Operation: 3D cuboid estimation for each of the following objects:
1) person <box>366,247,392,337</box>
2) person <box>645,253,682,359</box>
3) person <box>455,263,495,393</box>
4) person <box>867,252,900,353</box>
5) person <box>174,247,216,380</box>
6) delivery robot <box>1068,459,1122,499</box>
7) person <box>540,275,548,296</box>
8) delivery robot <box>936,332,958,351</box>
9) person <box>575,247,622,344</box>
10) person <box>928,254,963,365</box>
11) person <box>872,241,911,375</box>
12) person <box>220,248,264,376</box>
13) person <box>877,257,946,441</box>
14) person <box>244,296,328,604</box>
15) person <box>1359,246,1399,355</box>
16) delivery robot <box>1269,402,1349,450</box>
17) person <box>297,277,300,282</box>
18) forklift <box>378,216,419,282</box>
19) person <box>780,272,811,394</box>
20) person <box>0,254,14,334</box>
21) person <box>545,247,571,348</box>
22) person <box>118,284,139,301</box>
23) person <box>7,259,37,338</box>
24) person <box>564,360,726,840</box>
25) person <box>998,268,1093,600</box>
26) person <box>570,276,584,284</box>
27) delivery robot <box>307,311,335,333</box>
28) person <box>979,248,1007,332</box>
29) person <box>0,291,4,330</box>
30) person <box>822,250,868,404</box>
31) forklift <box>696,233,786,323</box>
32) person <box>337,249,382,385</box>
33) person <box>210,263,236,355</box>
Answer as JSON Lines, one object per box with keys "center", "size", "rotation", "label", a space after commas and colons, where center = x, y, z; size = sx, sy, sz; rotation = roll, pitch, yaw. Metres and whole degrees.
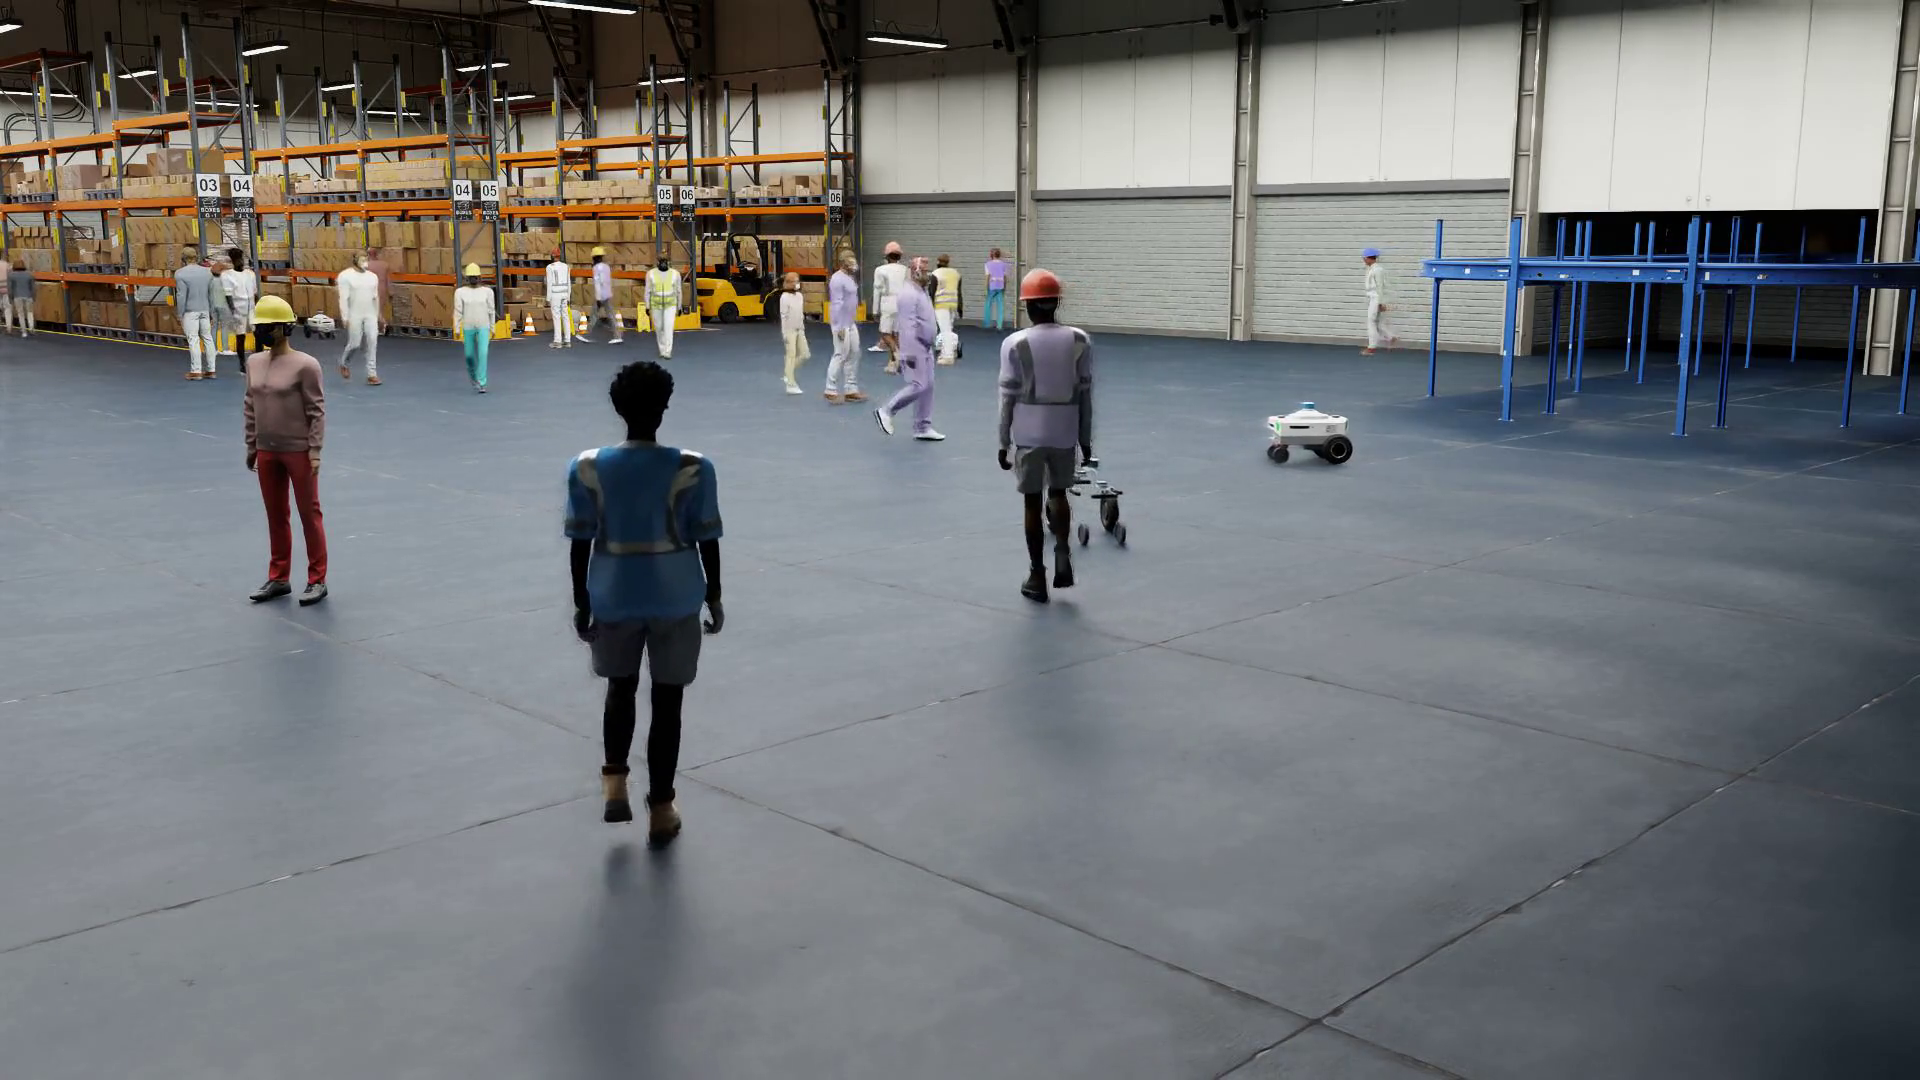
{"center": [-12.215, -5.200, 34.879], "size": [0.911, 1.873, 0.656], "rotation": [10, 14, 42], "label": "person"}
{"center": [-5.143, -4.074, 28.877], "size": [0.629, 1.810, 0.866], "rotation": [-1, 10, -6], "label": "person"}
{"center": [-6.595, -2.896, 22.647], "size": [0.530, 1.744, 0.680], "rotation": [-3, 11, -14], "label": "person"}
{"center": [-1.145, -4.293, 30.003], "size": [0.990, 1.850, 0.682], "rotation": [-1, 10, -4], "label": "person"}
{"center": [-11.263, -3.336, 24.502], "size": [0.354, 1.936, 0.635], "rotation": [5, 12, 26], "label": "person"}
{"center": [0.925, -0.457, 11.728], "size": [0.335, 0.223, 0.698], "rotation": [-2, 11, -11], "label": "delivery robot"}
{"center": [-10.786, -6.860, 43.825], "size": [0.606, 1.907, 0.986], "rotation": [-9, 14, -42], "label": "person"}
{"center": [-0.225, -3.435, 28.676], "size": [0.477, 0.478, 0.707], "rotation": [1, 10, 3], "label": "delivery robot"}
{"center": [-7.024, -4.751, 32.376], "size": [1.010, 1.872, 0.610], "rotation": [4, 11, 19], "label": "person"}
{"center": [-0.258, -3.824, 27.586], "size": [0.658, 1.805, 0.690], "rotation": [-10, 14, -42], "label": "person"}
{"center": [-0.995, -3.506, 25.216], "size": [0.622, 2.019, 0.792], "rotation": [-5, 12, -25], "label": "person"}
{"center": [-10.755, -3.432, 25.055], "size": [0.655, 1.927, 0.640], "rotation": [7, 12, 32], "label": "person"}
{"center": [-0.490, -1.963, 17.145], "size": [0.589, 1.885, 0.662], "rotation": [3, 11, 16], "label": "person"}
{"center": [-3.903, -0.518, 9.601], "size": [0.523, 1.769, 0.316], "rotation": [3, 11, 17], "label": "person"}
{"center": [7.439, -4.249, 29.546], "size": [0.695, 1.914, 0.634], "rotation": [1, 10, 7], "label": "person"}
{"center": [3.284, -1.055, 15.697], "size": [0.707, 0.478, 0.477], "rotation": [0, 10, -2], "label": "delivery robot"}
{"center": [-19.715, -7.877, 49.264], "size": [0.359, 1.938, 0.547], "rotation": [-2, 11, -13], "label": "person"}
{"center": [-17.868, -9.201, 54.028], "size": [1.873, 2.768, 1.129], "rotation": [-10, 14, -44], "label": "forklift"}
{"center": [-2.211, -2.774, 22.302], "size": [0.341, 1.619, 0.524], "rotation": [6, 12, 28], "label": "person"}
{"center": [-20.620, -5.318, 35.720], "size": [0.648, 1.790, 0.981], "rotation": [-10, 14, -42], "label": "person"}
{"center": [-7.595, -4.586, 31.462], "size": [0.340, 1.882, 0.584], "rotation": [6, 12, 30], "label": "person"}
{"center": [-20.383, -6.292, 40.775], "size": [0.340, 1.883, 0.589], "rotation": [4, 11, 23], "label": "person"}
{"center": [-19.489, -5.026, 34.555], "size": [0.522, 1.618, 0.425], "rotation": [-8, 13, -35], "label": "person"}
{"center": [-1.083, 0.217, 5.807], "size": [0.542, 1.680, 0.368], "rotation": [0, 10, 2], "label": "person"}
{"center": [0.484, -0.615, 9.710], "size": [0.565, 1.918, 0.402], "rotation": [-3, 11, -14], "label": "person"}
{"center": [-10.525, -7.086, 45.511], "size": [0.483, 1.737, 0.320], "rotation": [4, 11, 18], "label": "person"}
{"center": [-13.225, -4.487, 34.409], "size": [0.477, 0.478, 0.707], "rotation": [-9, 13, -40], "label": "delivery robot"}
{"center": [0.718, -5.521, 36.729], "size": [0.604, 1.812, 0.861], "rotation": [-5, 12, -27], "label": "person"}
{"center": [-17.164, -4.065, 29.301], "size": [0.535, 1.625, 0.416], "rotation": [-9, 13, -39], "label": "person"}
{"center": [-1.478, -2.684, 21.074], "size": [0.475, 1.932, 0.645], "rotation": [3, 11, 14], "label": "person"}
{"center": [-5.496, -6.489, 41.108], "size": [2.313, 2.155, 1.214], "rotation": [-10, 14, -44], "label": "forklift"}
{"center": [-8.559, -3.173, 23.663], "size": [0.669, 1.918, 0.640], "rotation": [9, 14, 40], "label": "person"}
{"center": [-13.128, -4.097, 29.502], "size": [0.497, 1.627, 0.270], "rotation": [3, 11, 14], "label": "person"}
